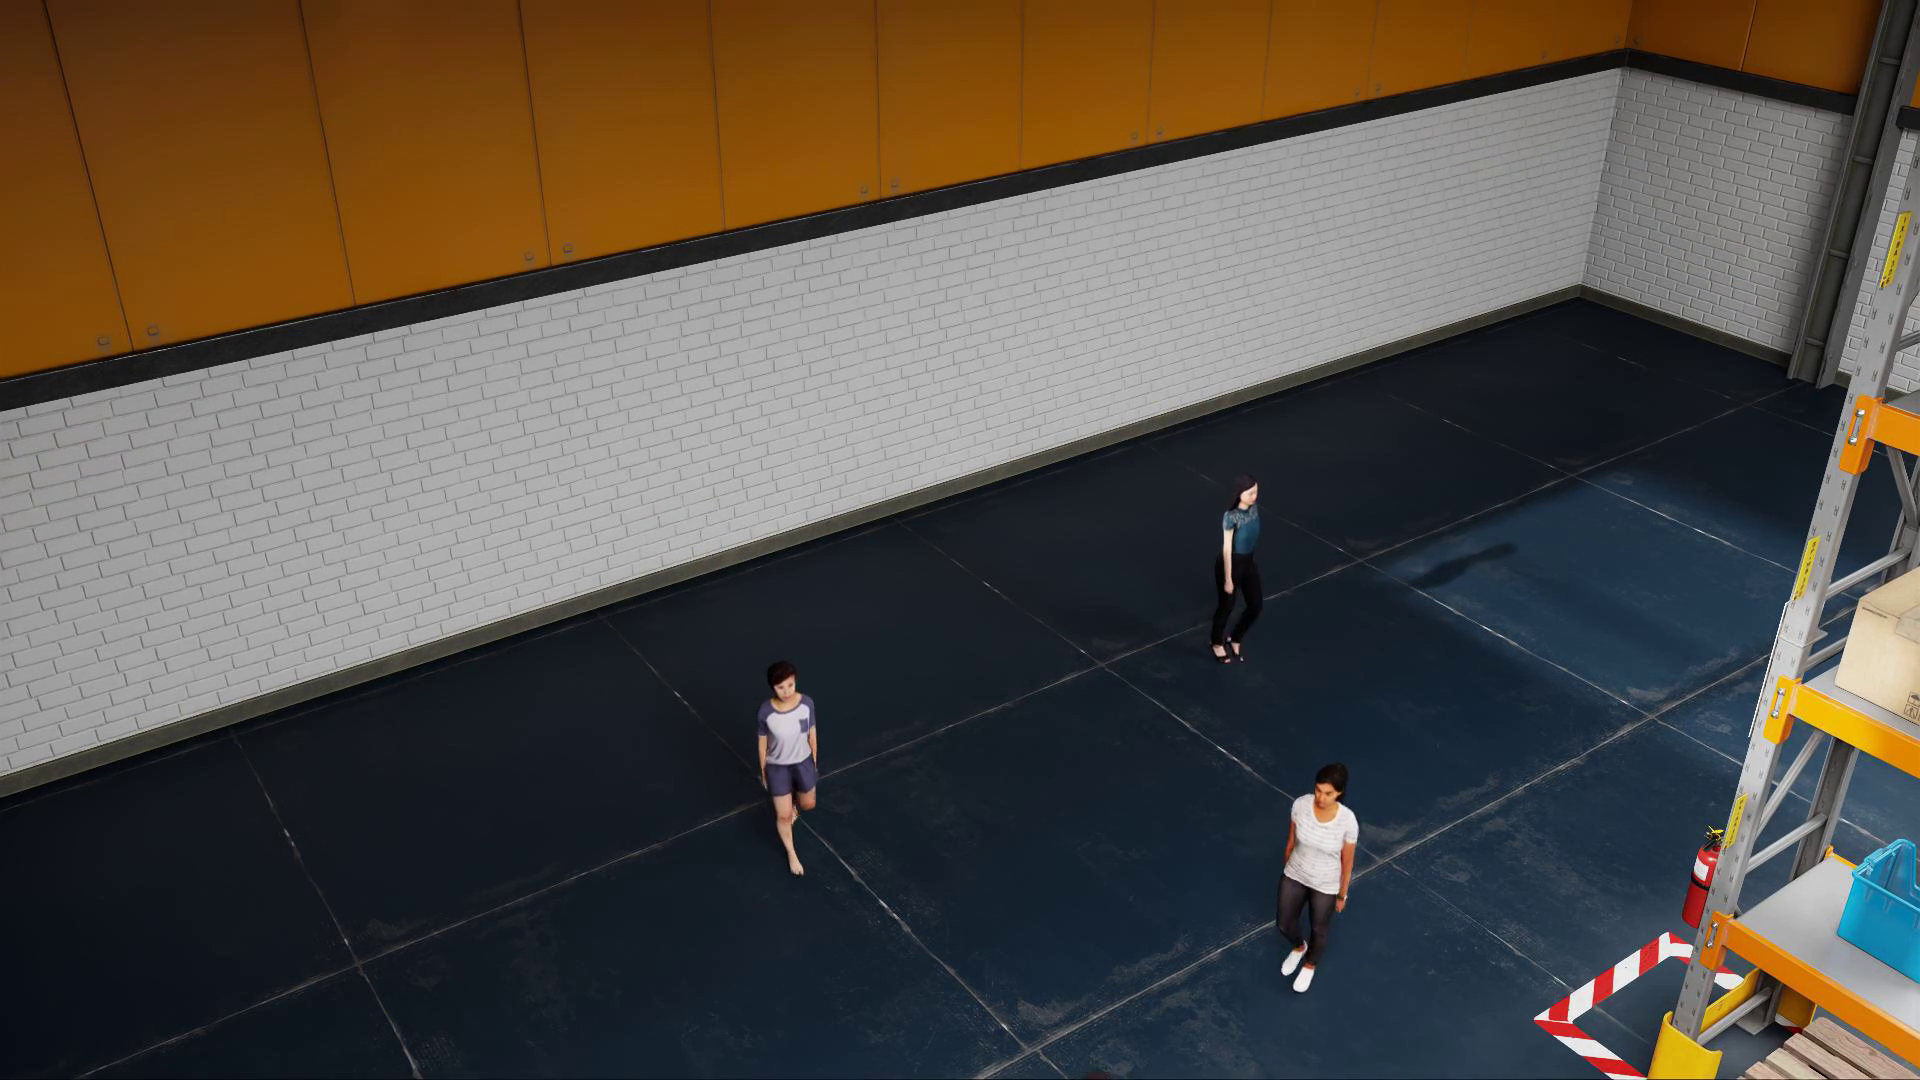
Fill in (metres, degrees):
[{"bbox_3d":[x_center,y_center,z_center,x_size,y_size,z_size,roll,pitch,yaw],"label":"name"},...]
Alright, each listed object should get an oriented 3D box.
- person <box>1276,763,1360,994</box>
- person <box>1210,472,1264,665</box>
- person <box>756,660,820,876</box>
[{"bbox_3d":[2.151,1.977,9.944,0.641,1.635,0.739,17,33,28],"label":"person"},{"bbox_3d":[2.104,0.214,13.085,0.636,1.723,0.678,-25,37,-38],"label":"person"},{"bbox_3d":[-1.153,1.445,11.013,0.674,1.546,0.876,-11,30,-18],"label":"person"}]
